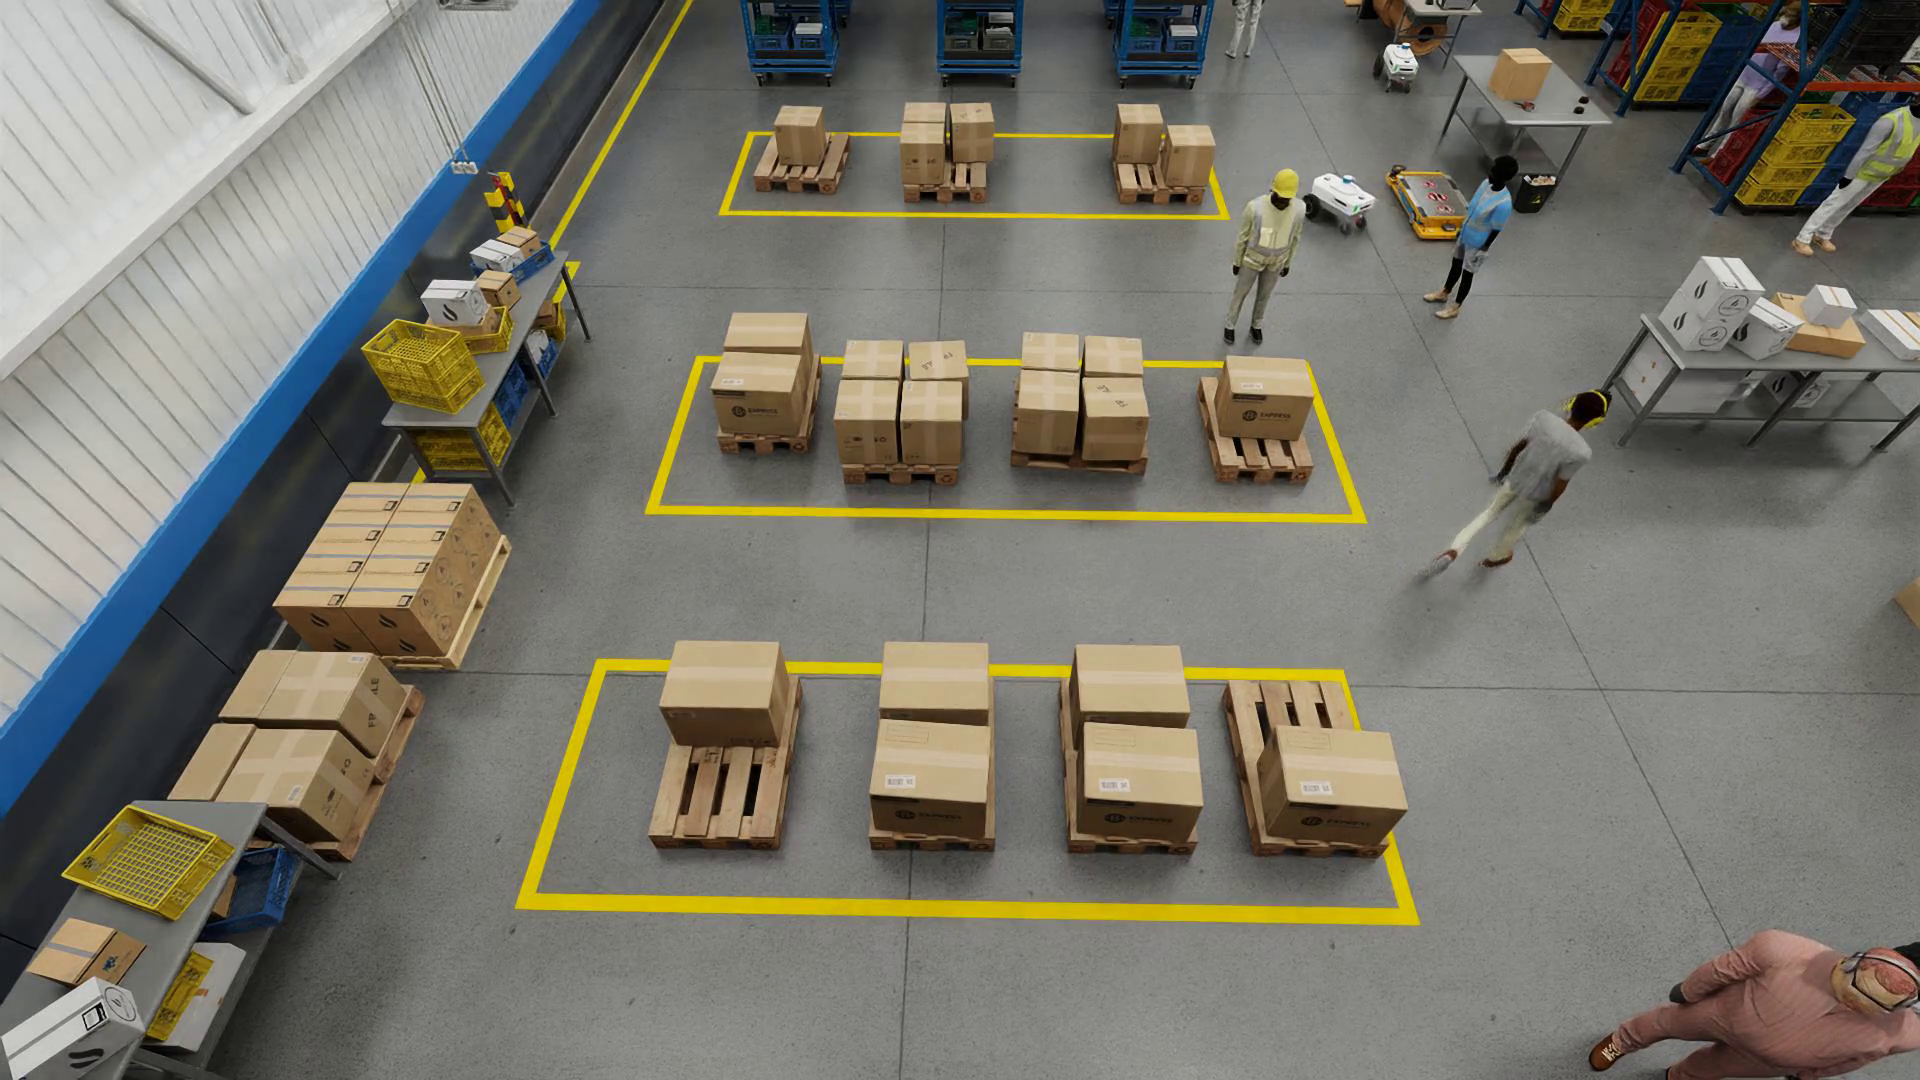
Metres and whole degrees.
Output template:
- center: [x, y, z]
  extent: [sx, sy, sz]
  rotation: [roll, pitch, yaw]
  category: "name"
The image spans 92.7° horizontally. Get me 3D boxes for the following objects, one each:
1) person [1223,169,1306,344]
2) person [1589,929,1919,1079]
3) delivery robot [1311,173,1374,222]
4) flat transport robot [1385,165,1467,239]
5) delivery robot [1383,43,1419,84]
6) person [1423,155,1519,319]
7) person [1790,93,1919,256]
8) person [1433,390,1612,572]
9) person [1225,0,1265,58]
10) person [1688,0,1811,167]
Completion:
- center: [2.929, -2.711, 8.844]
  extent: [0.581, 1.823, 0.403]
  rotation: [1, 49, 1]
  category: "person"
- center: [3.803, 2.356, 4.402]
  extent: [0.646, 1.908, 0.408]
  rotation: [35, 57, 26]
  category: "person"
- center: [4.483, -4.035, 10.762]
  extent: [0.477, 0.478, 0.707]
  rotation: [-26, 54, -21]
  category: "delivery robot"
- center: [5.692, -4.094, 11.059]
  extent: [0.652, 0.197, 1.431]
  rotation: [1, 49, 1]
  category: "flat transport robot"
- center: [6.373, -6.919, 13.258]
  extent: [0.477, 0.478, 0.707]
  rotation: [4, 49, 4]
  category: "delivery robot"
- center: [5.154, -3.022, 9.194]
  extent: [0.317, 1.695, 0.540]
  rotation: [-3, 49, -2]
  category: "person"
- center: [9.863, -3.975, 9.925]
  extent: [0.633, 1.839, 0.429]
  rotation: [-11, 50, -9]
  category: "person"
- center: [4.167, -0.380, 6.811]
  extent: [0.720, 1.845, 0.527]
  rotation: [-22, 53, -18]
  category: "person"
- center: [4.297, -8.026, 13.562]
  extent: [0.512, 1.640, 0.309]
  rotation: [-5, 49, -5]
  category: "person"
- center: [9.711, -5.580, 11.250]
  extent: [0.372, 1.940, 0.632]
  rotation: [-2, 49, -2]
  category: "person"
